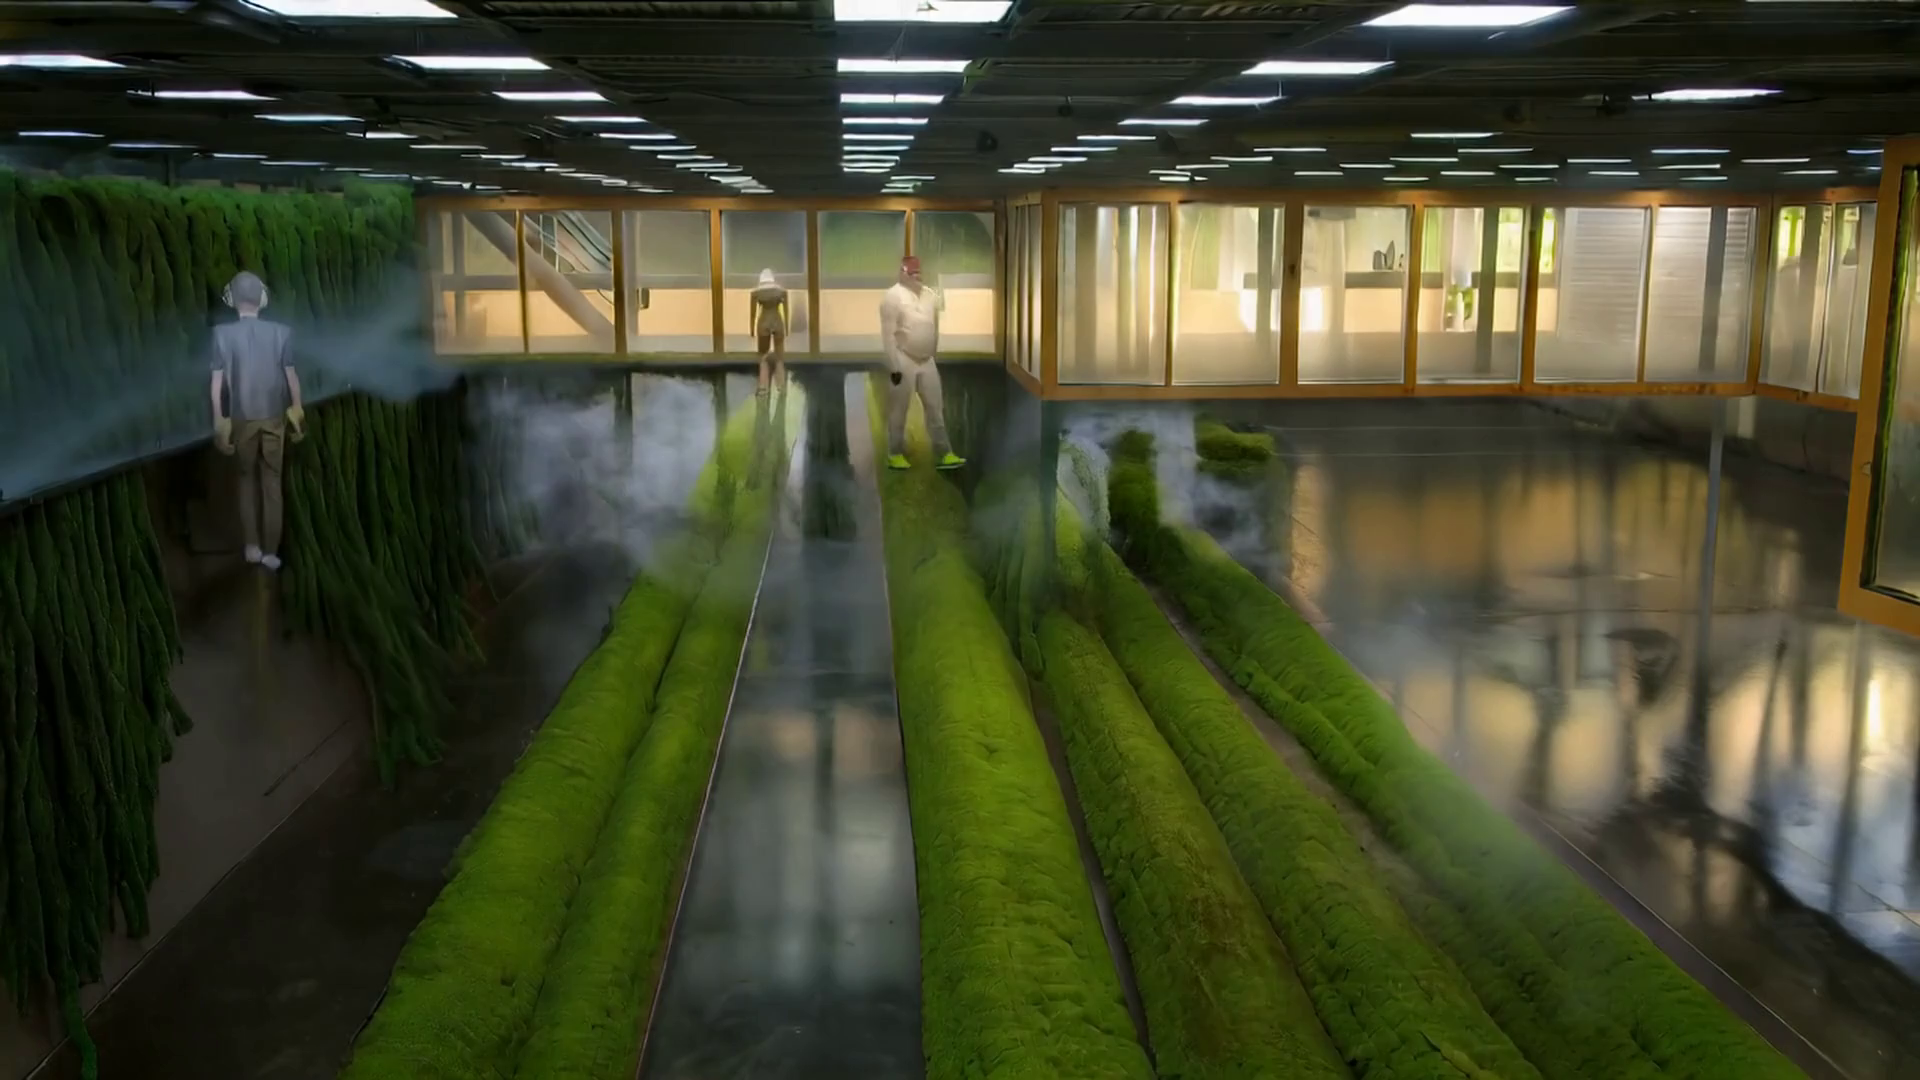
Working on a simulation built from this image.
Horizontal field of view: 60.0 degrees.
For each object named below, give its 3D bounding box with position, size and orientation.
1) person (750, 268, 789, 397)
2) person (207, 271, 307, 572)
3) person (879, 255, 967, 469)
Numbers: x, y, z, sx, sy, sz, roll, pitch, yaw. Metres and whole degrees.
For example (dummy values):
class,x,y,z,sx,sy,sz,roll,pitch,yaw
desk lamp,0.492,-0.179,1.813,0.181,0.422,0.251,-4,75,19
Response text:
class,x,y,z,sx,sy,sz,roll,pitch,yaw
person,-2.408,-2.624,21.072,0.497,1.634,0.279,-3,11,-18
person,-4.366,-0.747,10.385,0.517,1.842,0.717,-4,11,-19
person,-0.340,-1.520,14.458,0.670,1.871,0.904,-8,13,-38
